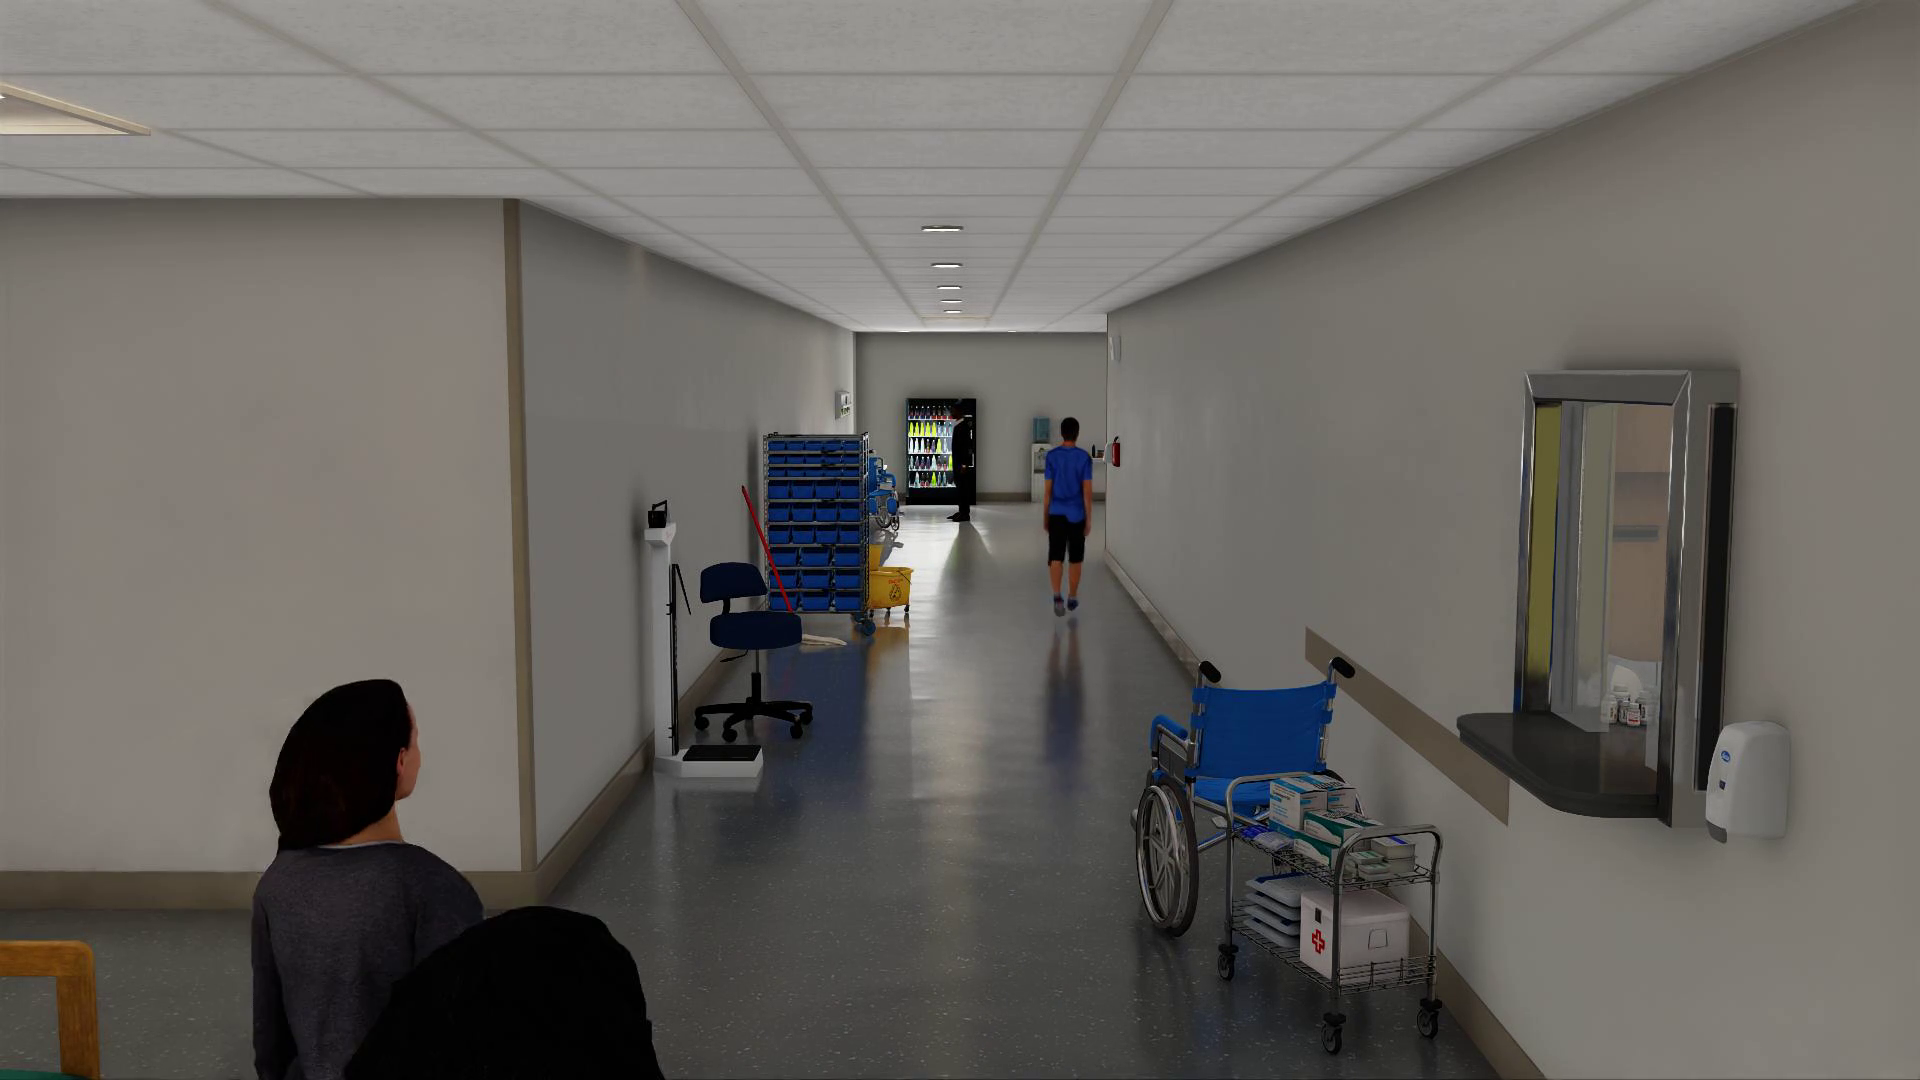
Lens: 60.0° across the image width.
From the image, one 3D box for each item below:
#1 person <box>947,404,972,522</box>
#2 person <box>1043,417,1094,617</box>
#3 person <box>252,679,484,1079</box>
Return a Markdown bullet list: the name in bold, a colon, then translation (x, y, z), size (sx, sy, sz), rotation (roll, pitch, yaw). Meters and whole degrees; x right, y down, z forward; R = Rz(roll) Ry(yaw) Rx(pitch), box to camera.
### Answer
- **person**: translation (0.032, -1.202, 25.642), size (0.640, 1.808, 0.690), rotation (-2, 6, -15)
- **person**: translation (0.975, -0.183, 15.400), size (1.186, 1.831, 0.791), rotation (1, 6, 7)
- **person**: translation (-1.035, 1.142, 2.787), size (1.076, 1.719, 0.853), rotation (1, 6, 12)
